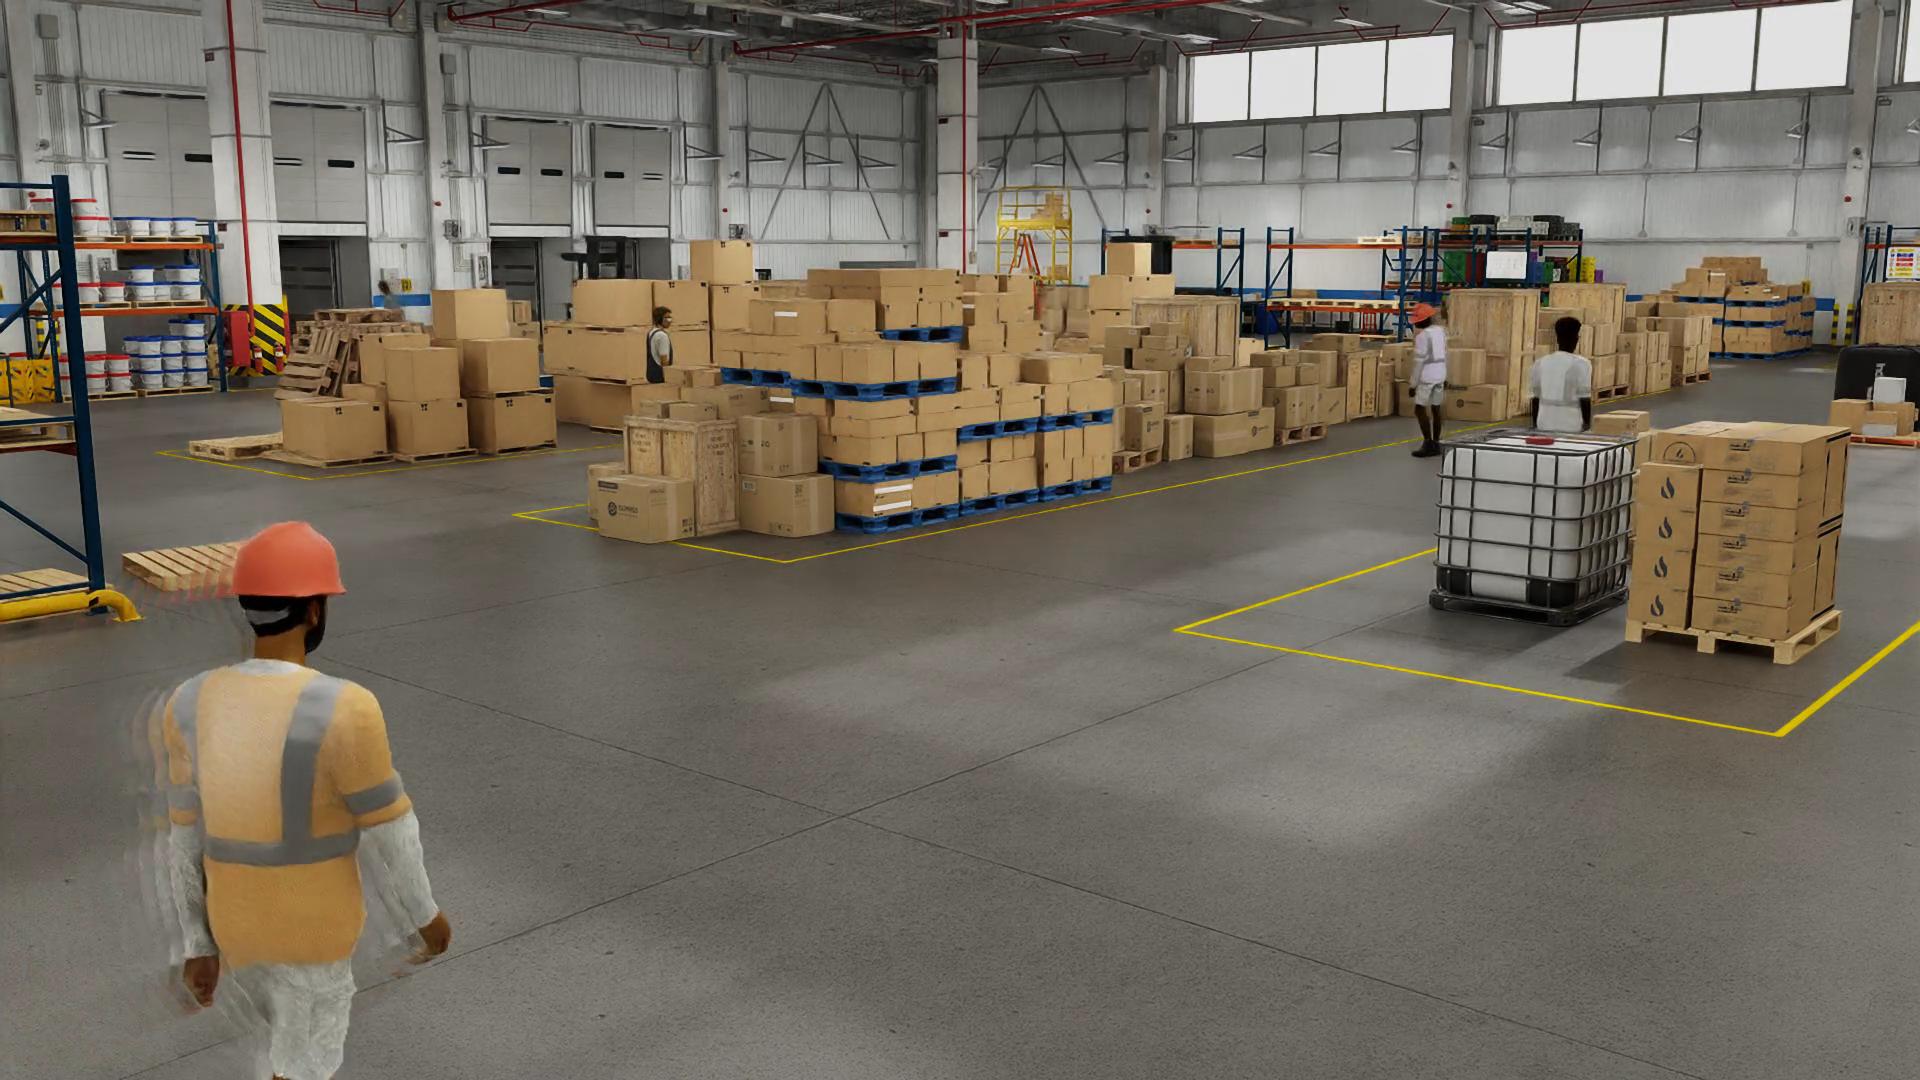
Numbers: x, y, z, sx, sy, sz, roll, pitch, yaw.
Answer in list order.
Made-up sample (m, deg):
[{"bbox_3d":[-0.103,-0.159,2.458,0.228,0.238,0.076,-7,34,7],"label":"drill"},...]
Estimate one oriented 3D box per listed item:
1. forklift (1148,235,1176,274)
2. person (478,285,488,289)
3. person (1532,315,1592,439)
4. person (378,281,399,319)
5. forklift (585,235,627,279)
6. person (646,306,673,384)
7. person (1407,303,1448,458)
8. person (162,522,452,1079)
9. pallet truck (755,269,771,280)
[{"bbox_3d":[4.571,-5.527,37.859,1.873,2.768,1.129,5,11,24],"label":"forklift"},{"bbox_3d":[-8.403,-3.571,29.536,0.631,1.903,0.974,-3,10,-17],"label":"person"},{"bbox_3d":[5.345,-1.028,14.879,0.645,1.950,0.628,-6,11,-30],"label":"person"},{"bbox_3d":[-12.159,-4.645,35.751,1.032,1.870,0.697,-6,12,-31],"label":"person"},{"bbox_3d":[-8.035,-5.558,38.039,1.873,2.768,1.129,8,13,40],"label":"forklift"},{"bbox_3d":[-3.683,-1.952,20.470,0.347,1.840,0.505,-6,11,-30],"label":"person"},{"bbox_3d":[5.762,-1.957,20.399,0.675,1.886,0.373,-8,13,-38],"label":"person"},{"bbox_3d":[-1.547,0.897,4.075,0.546,1.893,0.885,4,11,20],"label":"person"},{"bbox_3d":[-4.996,-6.432,45.525,1.885,1.965,0.823,-6,12,-32],"label":"pallet truck"}]
